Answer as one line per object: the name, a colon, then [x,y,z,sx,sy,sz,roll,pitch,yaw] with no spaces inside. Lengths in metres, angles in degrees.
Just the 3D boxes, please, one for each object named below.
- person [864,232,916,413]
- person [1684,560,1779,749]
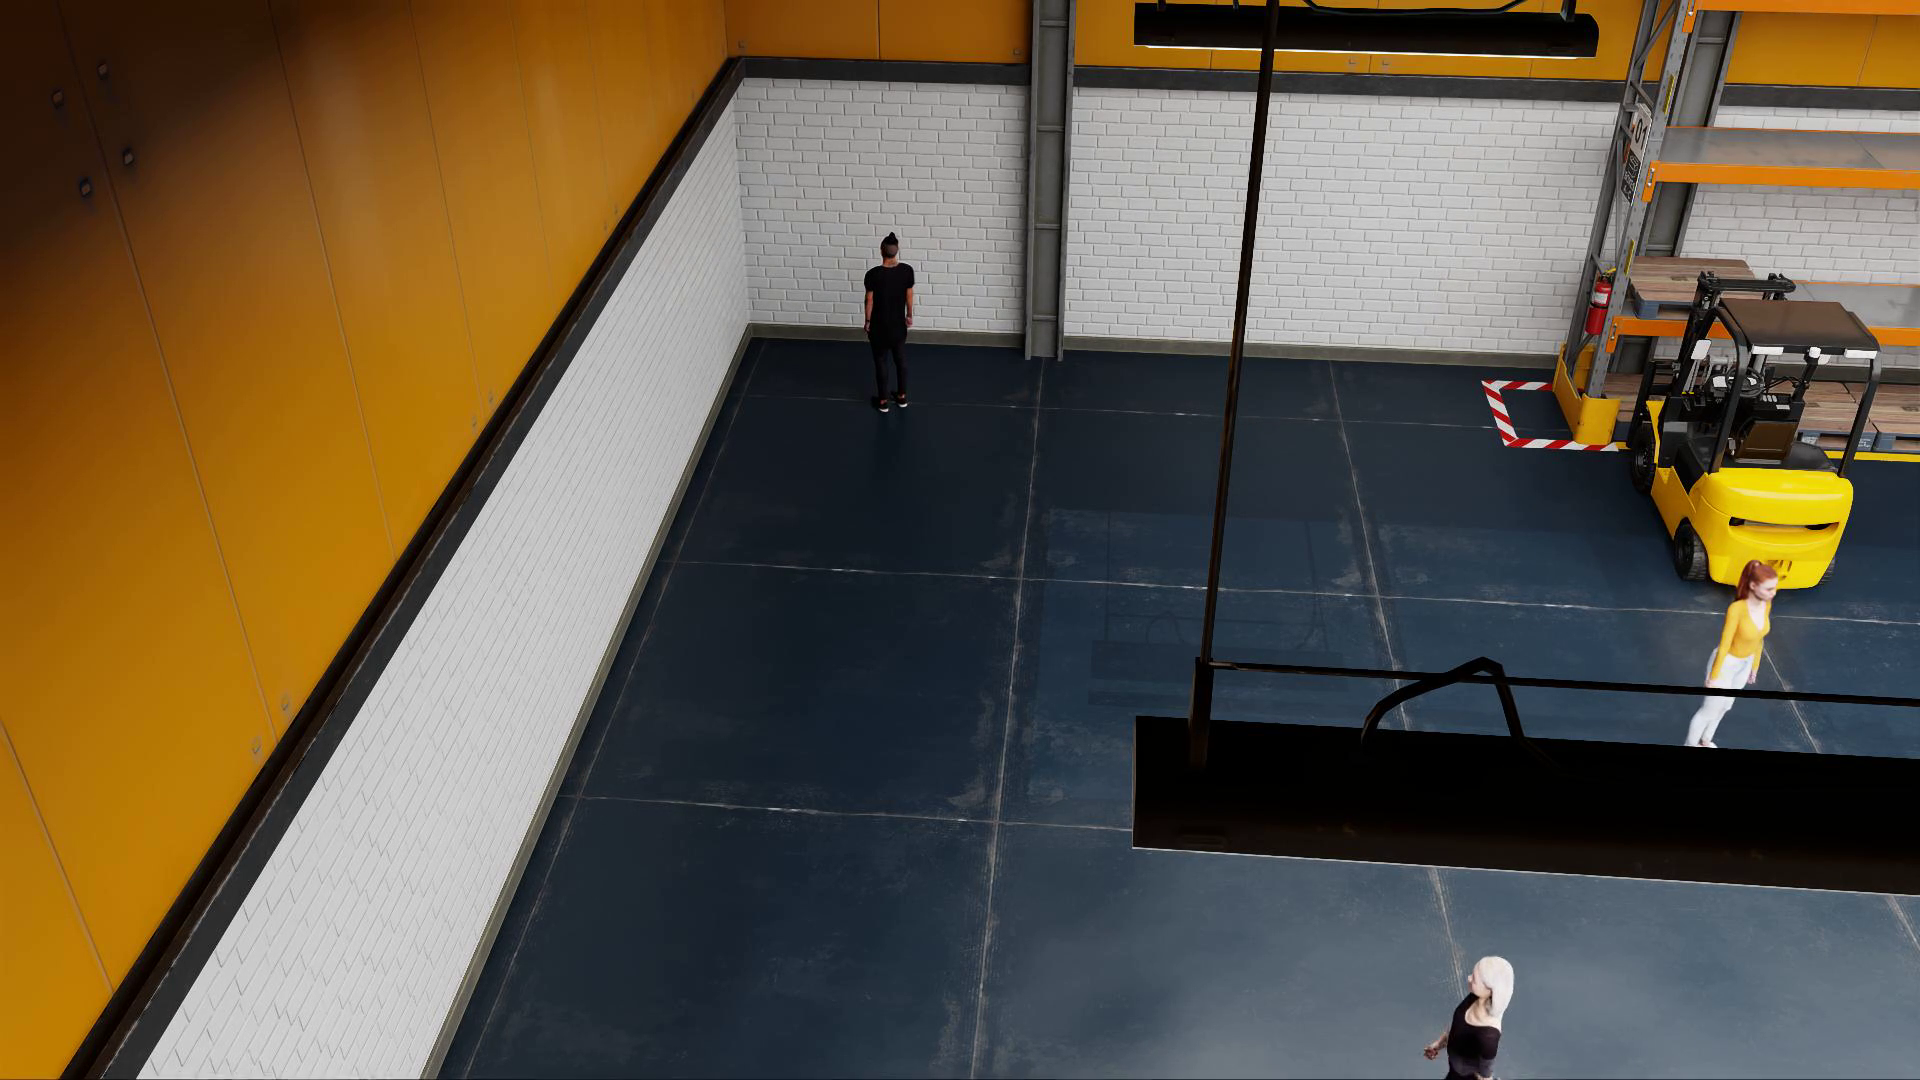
person: [-0.686,-2.144,16.211,0.714,1.865,0.833,-15,37,-22]
person: [5.433,0.895,11.747,0.655,1.747,0.743,-17,37,-24]
